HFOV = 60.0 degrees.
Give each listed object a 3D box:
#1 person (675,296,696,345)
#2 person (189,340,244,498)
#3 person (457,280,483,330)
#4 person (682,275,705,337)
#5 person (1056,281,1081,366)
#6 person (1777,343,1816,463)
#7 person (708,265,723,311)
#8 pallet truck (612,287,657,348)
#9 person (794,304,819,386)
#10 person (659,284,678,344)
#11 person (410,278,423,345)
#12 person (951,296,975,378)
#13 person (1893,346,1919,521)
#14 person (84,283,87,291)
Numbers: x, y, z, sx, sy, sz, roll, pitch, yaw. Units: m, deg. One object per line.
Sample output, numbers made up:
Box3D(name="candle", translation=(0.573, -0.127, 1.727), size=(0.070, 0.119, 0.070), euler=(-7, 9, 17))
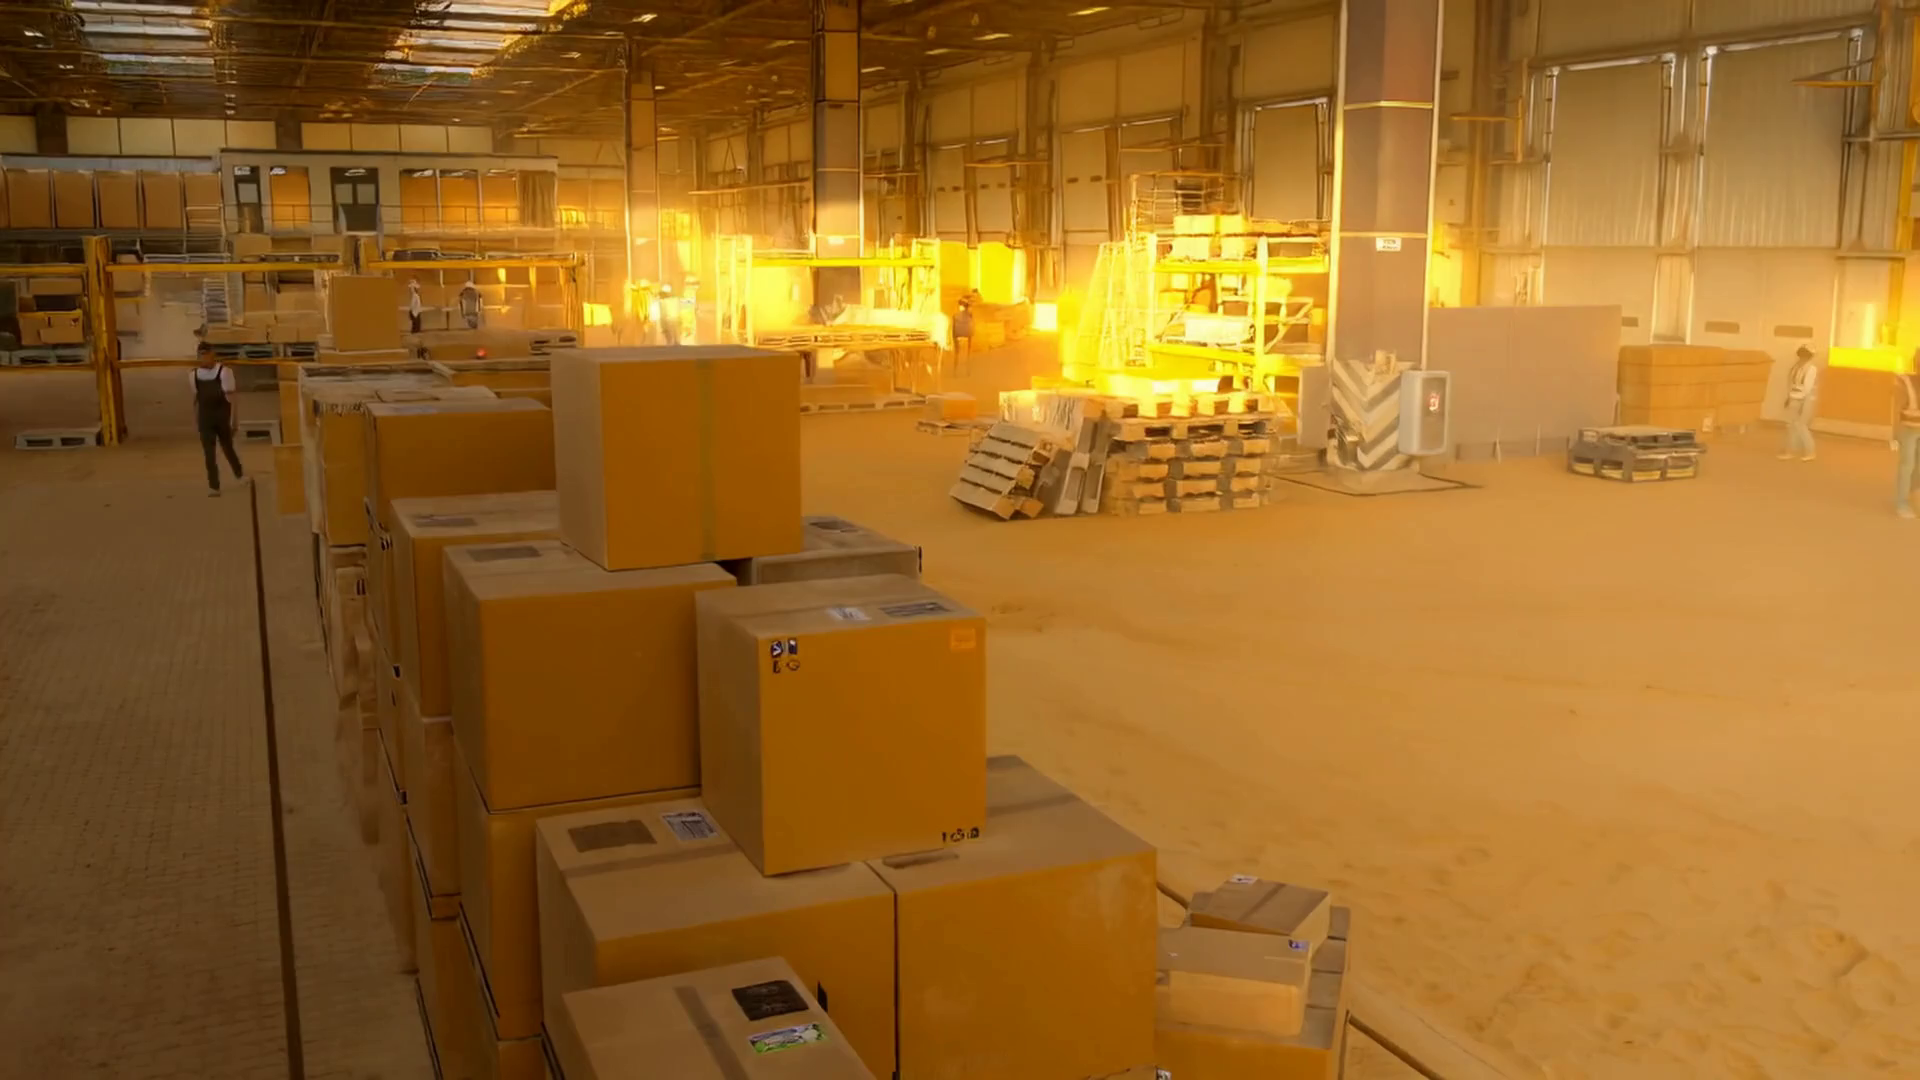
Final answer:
Box3D(name="person", translation=(-6.234, -4.707, 37.885), size=(0.488, 1.706, 0.840), euler=(-6, 12, -28))
Box3D(name="person", translation=(-8.681, -1.423, 19.435), size=(0.539, 1.831, 0.621), euler=(0, 10, -1))
Box3D(name="person", translation=(-13.045, -5.974, 44.319), size=(0.640, 1.908, 0.954), euler=(-3, 11, -18))
Box3D(name="person", translation=(-7.964, -6.921, 49.469), size=(0.623, 1.929, 0.735), euler=(5, 12, 28))
Box3D(name="person", translation=(2.570, -5.100, 39.243), size=(0.612, 1.991, 0.392), euler=(-2, 11, -13))
Box3D(name="person", translation=(11.294, -1.845, 22.378), size=(0.331, 1.617, 0.580), euler=(-1, 10, -5))
Box3D(name="person", translation=(-9.549, -9.670, 64.471), size=(0.707, 1.970, 0.653), euler=(5, 12, 28))
Box3D(name="pallet truck", translation=(-6.464, -4.406, 35.401), size=(0.823, 1.965, 1.885), euler=(6, 12, 32))
Box3D(name="person", translation=(-3.142, -4.002, 34.049), size=(0.533, 1.676, 0.682), euler=(-1, 10, -7))
Box3D(name="person", translation=(-6.894, -5.068, 39.286), size=(0.417, 1.916, 0.588), euler=(6, 12, 31))
Box3D(name="person", translation=(-15.095, -6.326, 46.309), size=(0.366, 1.910, 0.672), euler=(-1, 10, -5))
Box3D(name="person", translation=(0.069, -4.354, 35.765), size=(0.522, 1.765, 0.317), euler=(0, 10, 1))
Box3D(name="person", translation=(10.181, -1.127, 17.675), size=(0.614, 1.870, 0.417), euler=(-2, 10, -11))
Box3D(name="person", translation=(-22.499, -5.696, 42.915), size=(0.394, 1.854, 0.506), euler=(2, 10, 10))
